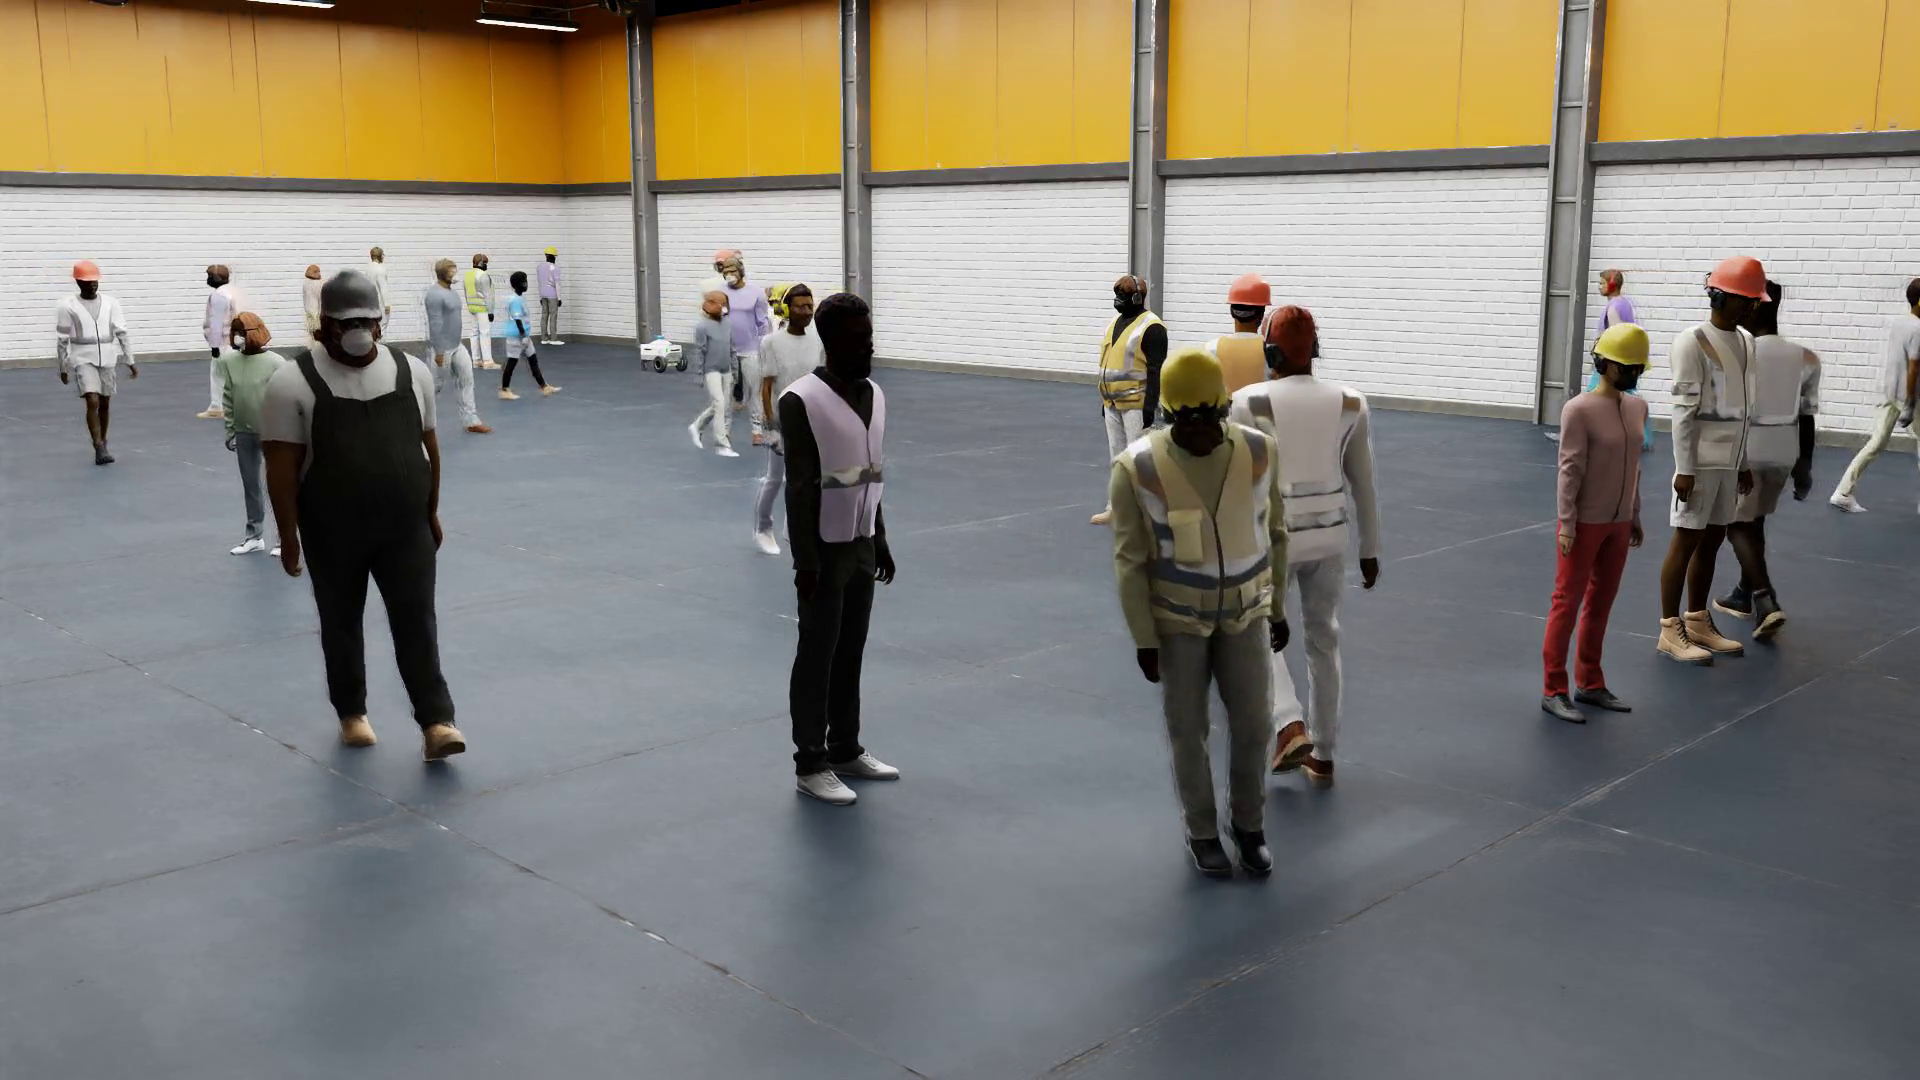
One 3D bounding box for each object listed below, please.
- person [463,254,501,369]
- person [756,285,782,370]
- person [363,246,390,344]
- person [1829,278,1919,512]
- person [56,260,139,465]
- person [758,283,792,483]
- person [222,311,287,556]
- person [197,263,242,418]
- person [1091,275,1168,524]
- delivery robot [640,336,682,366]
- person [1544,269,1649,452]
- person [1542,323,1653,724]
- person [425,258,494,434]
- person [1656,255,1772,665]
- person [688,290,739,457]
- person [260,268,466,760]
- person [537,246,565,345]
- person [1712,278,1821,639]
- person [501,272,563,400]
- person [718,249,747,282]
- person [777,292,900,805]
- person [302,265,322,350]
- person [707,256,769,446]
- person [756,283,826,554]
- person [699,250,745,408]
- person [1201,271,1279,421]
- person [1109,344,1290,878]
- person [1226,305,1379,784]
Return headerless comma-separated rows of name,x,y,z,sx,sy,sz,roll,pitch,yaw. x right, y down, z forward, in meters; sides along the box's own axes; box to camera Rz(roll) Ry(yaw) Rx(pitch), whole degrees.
person,-7.640,-3.644,26.578,0.621,1.838,0.429,9,14,40
person,-1.988,-2.017,18.391,0.537,1.588,0.856,-4,11,-23
person,-9.959,-4.051,28.513,0.635,1.937,0.361,10,14,43
person,7.188,-1.089,12.694,0.967,1.833,0.529,1,10,4
person,-8.027,-1.646,15.511,0.884,1.898,0.565,9,14,42
person,-1.541,-1.341,14.304,0.638,1.721,0.503,-2,11,-12
person,-4.679,-0.704,11.091,0.503,1.632,0.274,3,11,16
person,-8.475,-2.299,19.328,0.856,1.817,0.631,-2,11,-9
person,1.223,-0.994,12.108,0.428,1.845,0.621,-6,12,-29
delivery robot,-4.695,-2.964,26.104,0.707,0.478,0.477,9,14,41
person,6.394,-1.769,16.466,0.991,1.792,0.576,7,12,33
person,2.840,-0.076,7.334,0.527,1.757,0.342,-6,12,-30
person,-5.537,-2.060,17.784,0.952,1.905,0.638,2,11,9
person,3.792,-0.399,8.335,0.605,2.036,0.389,-7,13,-35
person,-2.413,-1.630,16.211,0.695,1.616,0.511,7,12,33
person,-2.383,-0.099,6.682,0.710,2.000,0.966,-7,12,-32
person,-7.988,-4.767,32.482,0.585,1.919,0.391,6,12,31
person,4.306,-0.444,8.933,0.594,1.919,0.922,-1,10,-8
person,-5.588,-2.633,21.535,0.834,1.653,0.542,-1,10,-5
person,-3.571,-3.666,26.502,0.407,1.907,0.650,5,12,26
person,-0.469,0.021,6.359,0.390,1.920,0.587,6,12,29
person,-10.915,-3.833,28.154,0.507,1.632,0.267,8,13,36
person,-2.252,-1.900,16.859,0.634,1.922,0.420,1,10,3
person,-1.098,-0.753,10.886,0.502,1.821,0.979,-6,12,-28
person,-2.833,-2.520,20.129,0.651,1.942,0.995,0,10,-1
person,1.524,-0.458,8.921,0.543,1.939,0.370,4,11,19
person,0.798,0.252,5.440,0.626,1.796,0.462,-1,10,-6
person,1.316,0.030,6.445,0.679,1.867,0.445,-2,11,-9
